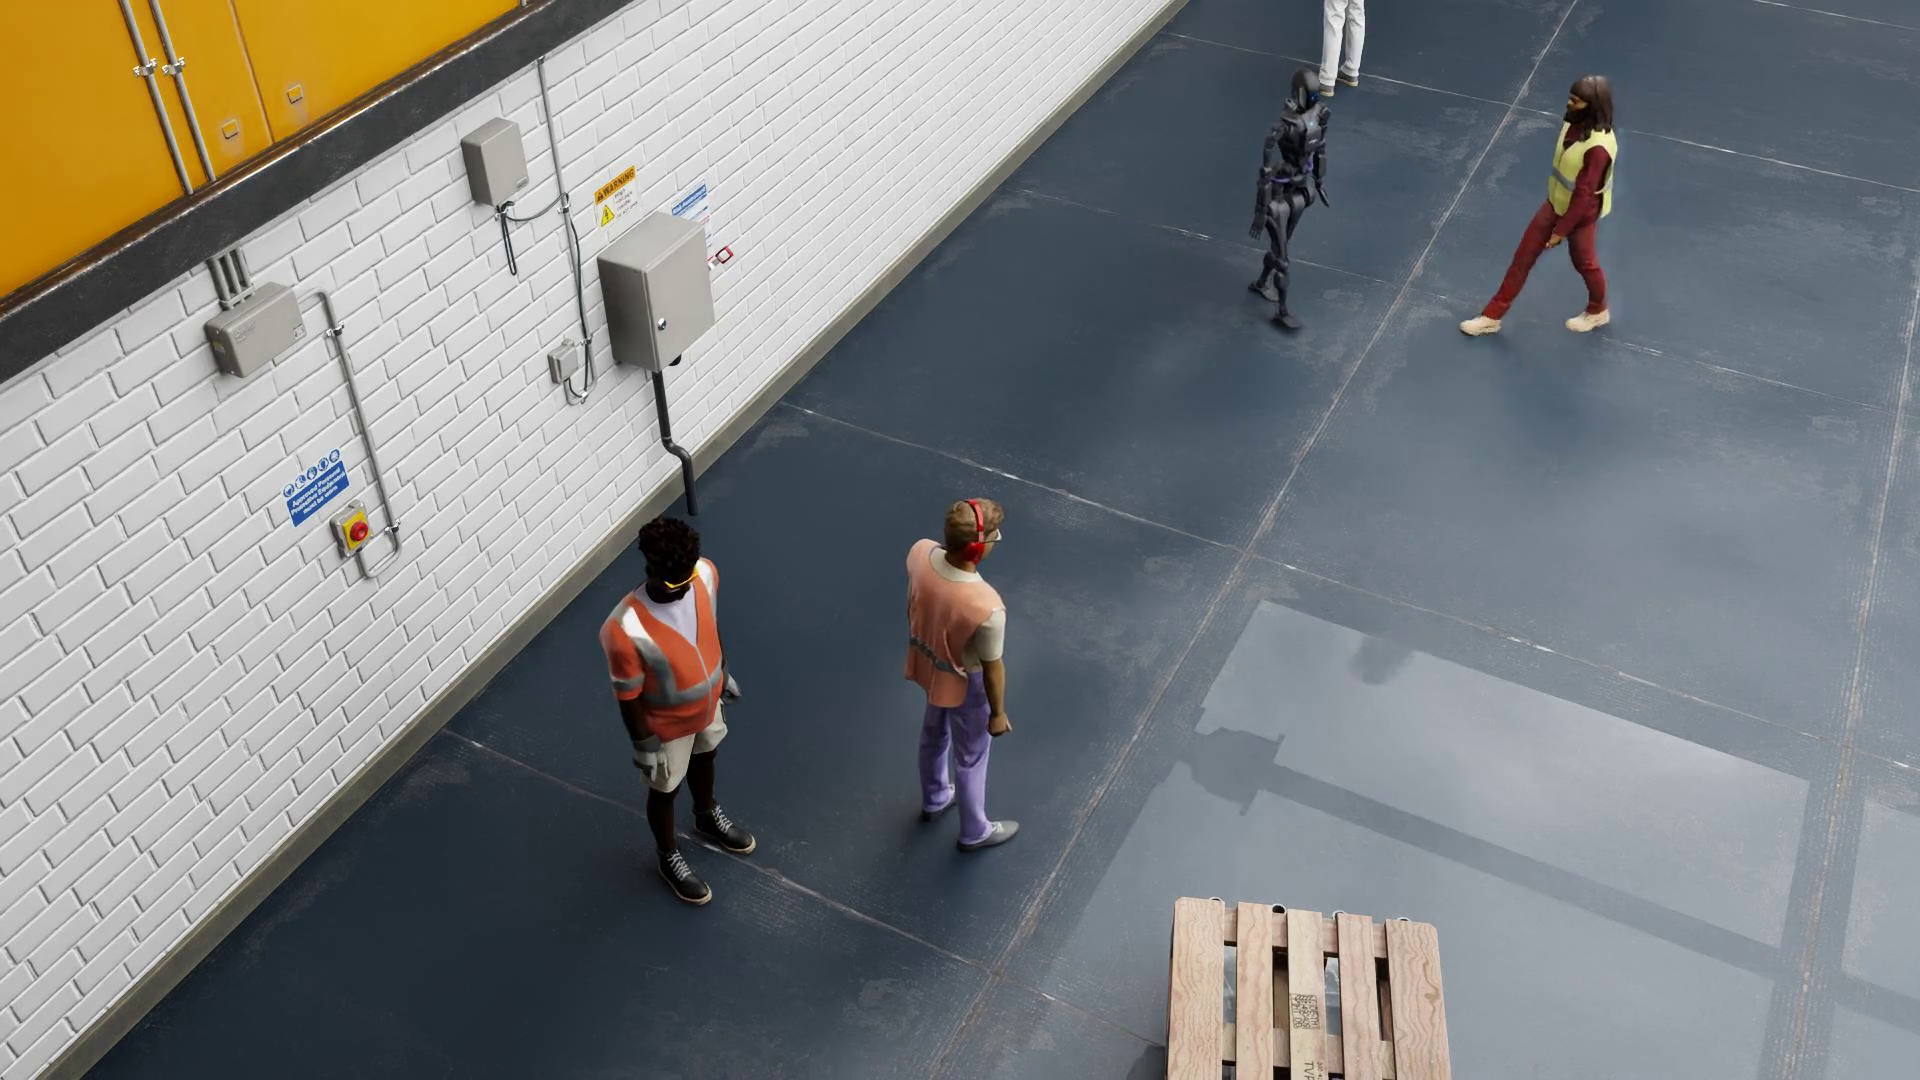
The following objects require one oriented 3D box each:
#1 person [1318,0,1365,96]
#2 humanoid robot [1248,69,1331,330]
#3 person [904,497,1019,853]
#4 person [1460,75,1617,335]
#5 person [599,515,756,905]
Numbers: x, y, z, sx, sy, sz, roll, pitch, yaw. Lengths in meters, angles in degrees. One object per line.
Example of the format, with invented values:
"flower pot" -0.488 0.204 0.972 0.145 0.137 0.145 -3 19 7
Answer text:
"person" 2.936 -4.311 12.610 0.571 1.877 0.351 -27 48 -28
"humanoid robot" 2.060 -2.124 10.235 0.615 1.641 0.554 -27 48 -28
"person" -0.013 0.585 6.959 0.401 1.836 0.562 -27 47 -28
"person" 3.684 -1.984 10.037 0.977 1.713 0.469 -10 42 -11
"person" -1.127 0.677 6.761 0.383 1.958 0.600 24 46 25
